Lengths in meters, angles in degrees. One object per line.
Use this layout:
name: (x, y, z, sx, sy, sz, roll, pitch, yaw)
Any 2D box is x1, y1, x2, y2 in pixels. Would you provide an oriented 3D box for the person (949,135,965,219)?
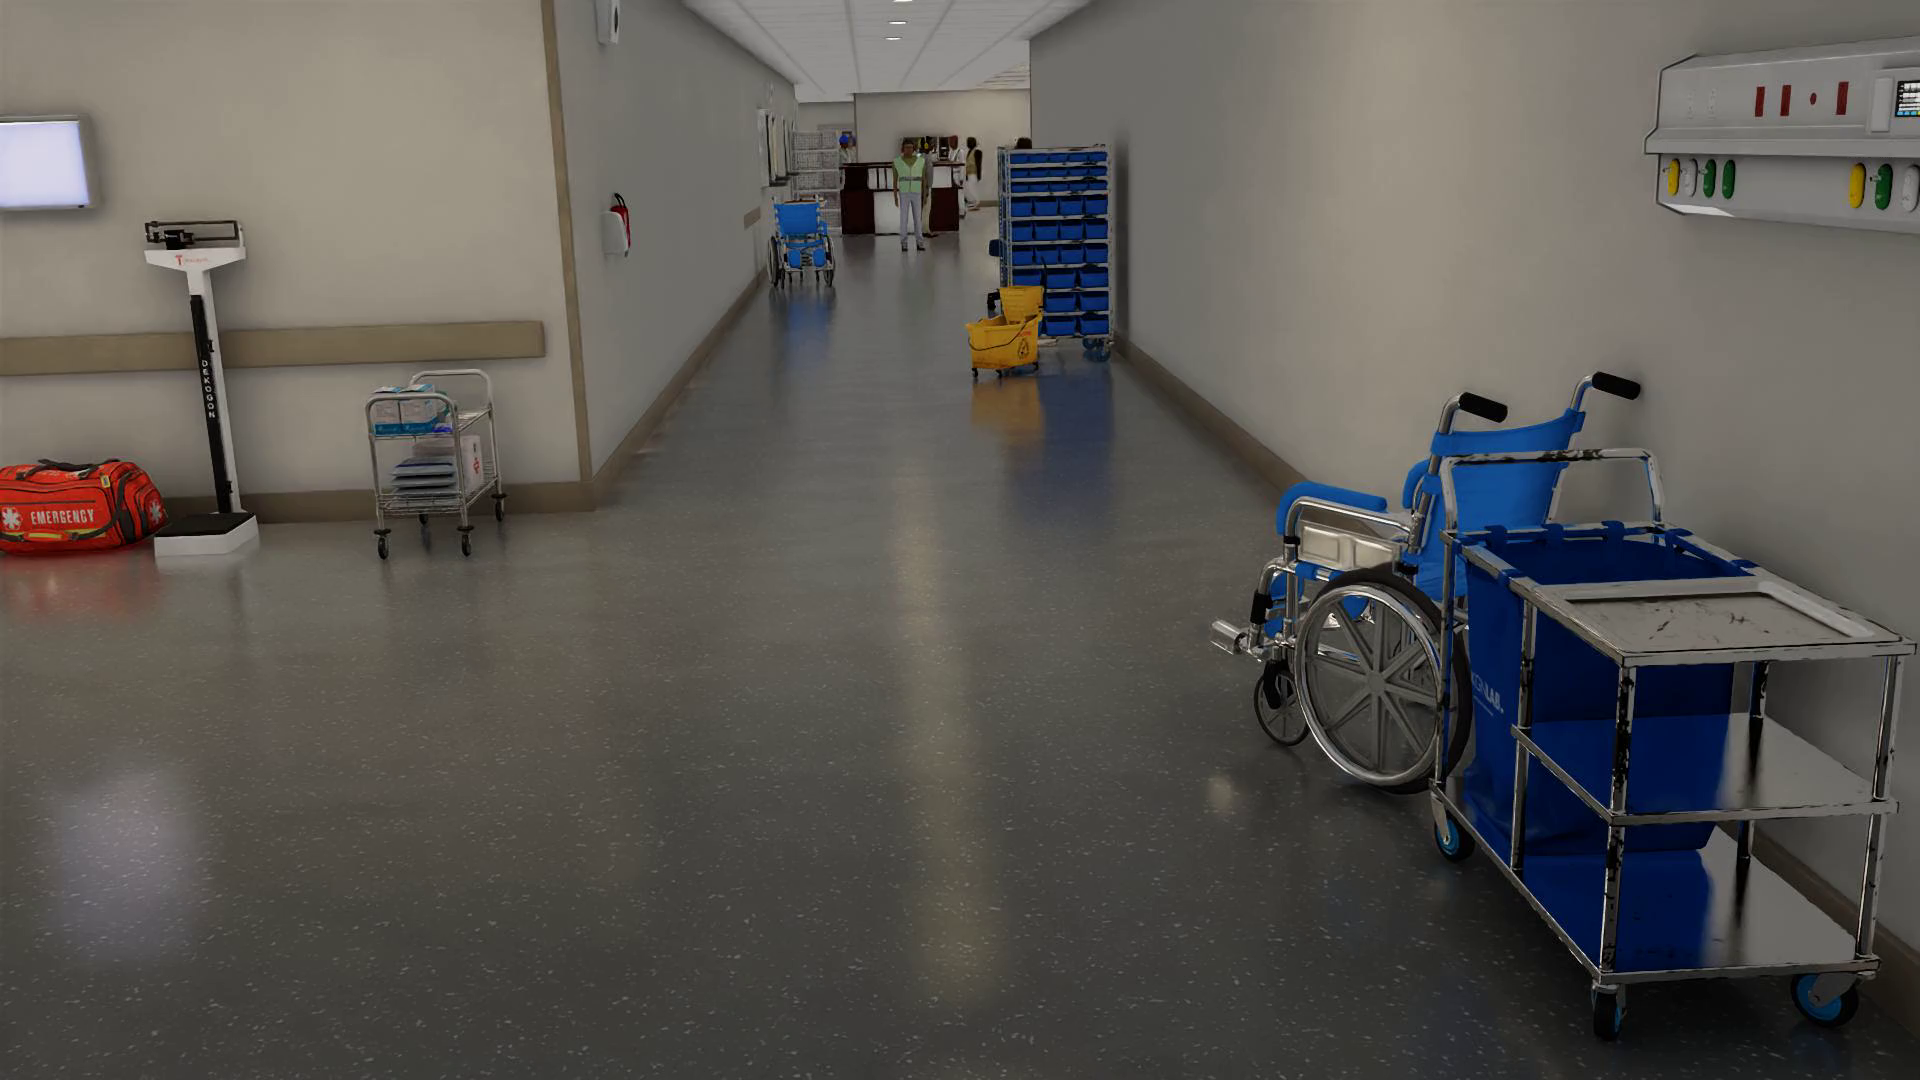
person: (-0.085, -8.227, 37.752, 0.352, 1.880, 0.581, -9, 15, -28)

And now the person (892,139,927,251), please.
person: (-0.838, -5.738, 27.695, 0.561, 1.838, 0.388, -5, 14, -13)

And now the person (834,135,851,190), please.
person: (-2.856, -9.019, 41.179, 0.388, 1.947, 0.613, 5, 15, 24)

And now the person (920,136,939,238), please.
person: (-0.595, -6.610, 31.170, 0.323, 1.876, 0.528, 0, 14, 7)

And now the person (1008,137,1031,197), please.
person: (0.864, -4.644, 23.029, 0.432, 1.821, 0.641, -6, 14, -16)

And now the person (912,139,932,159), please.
person: (-0.865, -8.653, 39.714, 0.603, 1.825, 0.403, -1, 14, 3)

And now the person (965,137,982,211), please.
person: (0.318, -9.118, 41.473, 0.459, 1.825, 0.656, -7, 15, -22)
